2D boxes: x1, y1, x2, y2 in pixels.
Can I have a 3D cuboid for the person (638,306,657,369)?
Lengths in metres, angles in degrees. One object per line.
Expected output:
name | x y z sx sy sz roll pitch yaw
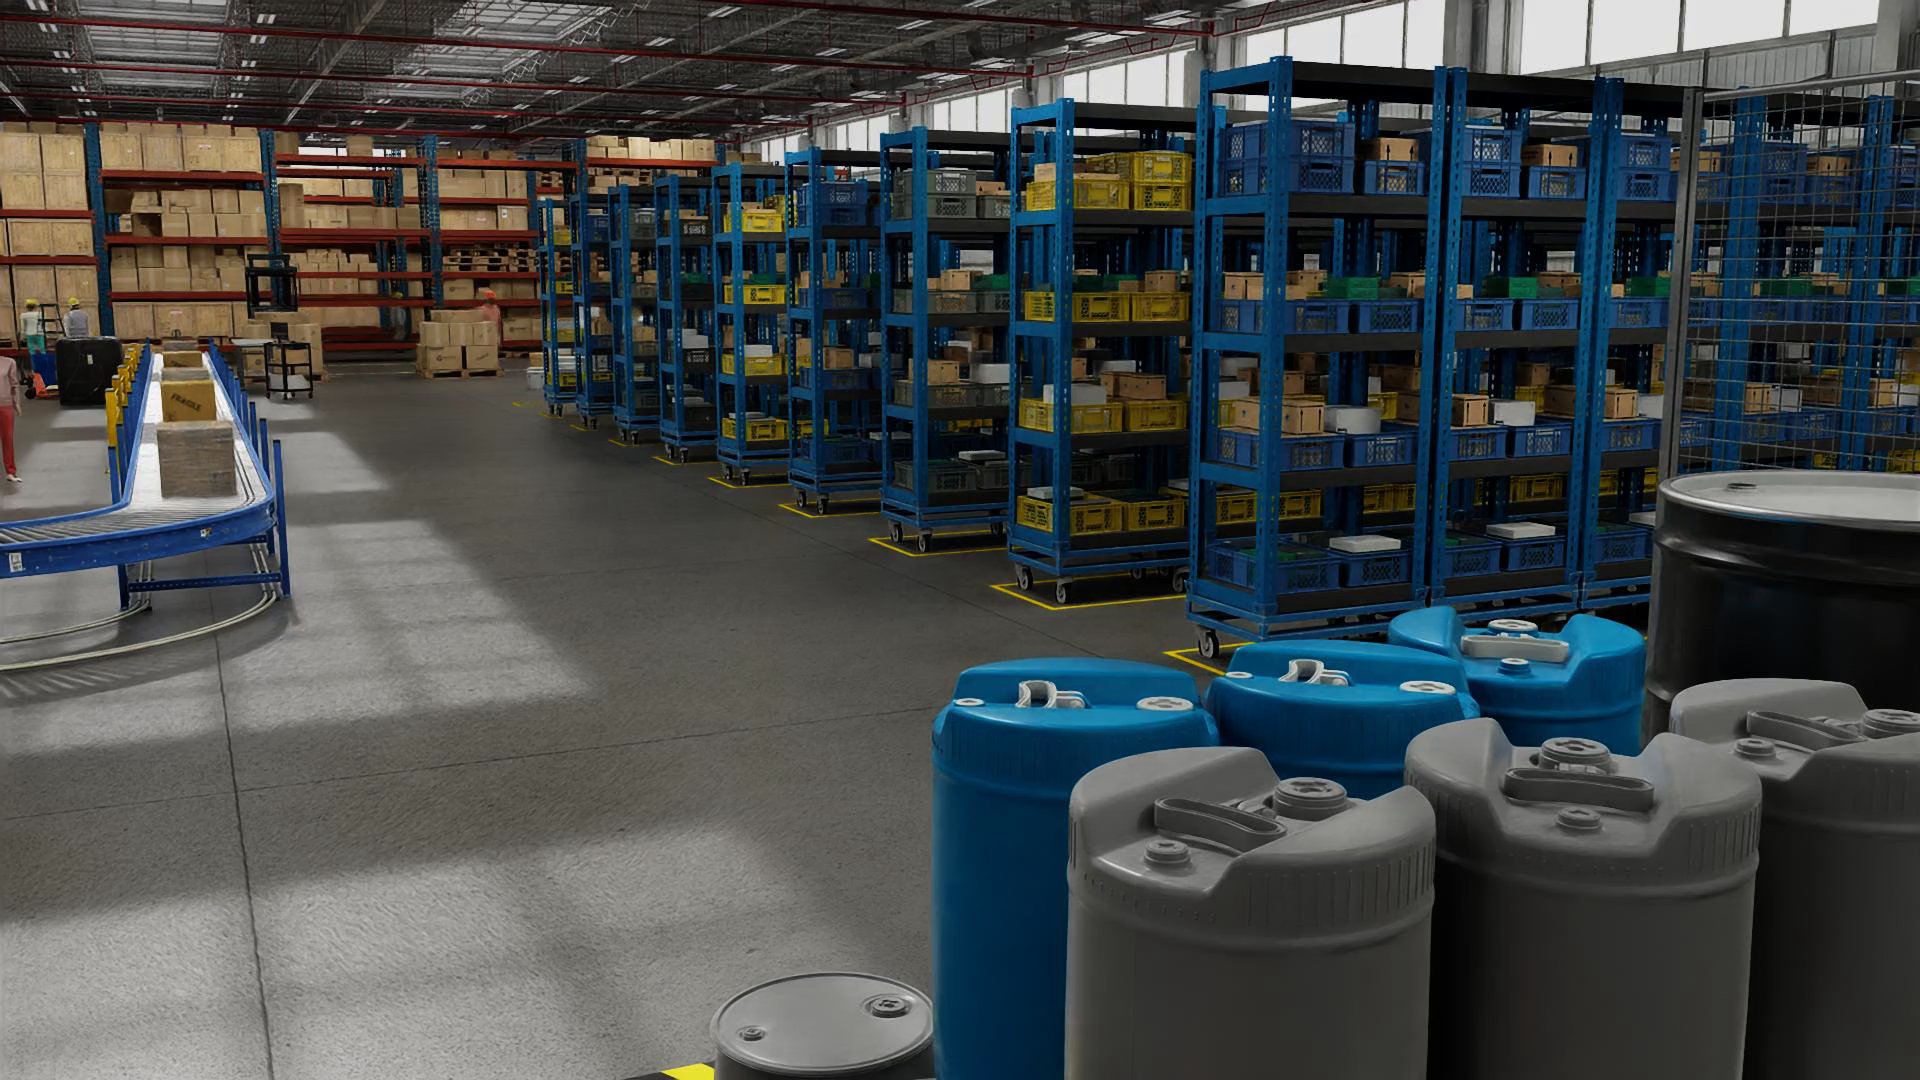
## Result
person | -5.664 -3.471 30.549 0.459 1.929 0.649 -8 12 -42

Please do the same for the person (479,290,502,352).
person | -11.381 -5.056 40.241 0.610 1.975 0.629 6 11 33

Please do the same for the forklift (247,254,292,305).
forklift | -16.039 -5.269 38.778 1.129 2.768 1.873 -4 10 -25

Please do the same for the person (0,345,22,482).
person | -10.994 -1.518 18.957 0.533 1.767 0.325 -8 12 -42

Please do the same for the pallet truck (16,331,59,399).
pallet truck | -17.082 -3.353 31.781 1.630 1.274 0.653 -4 10 -25

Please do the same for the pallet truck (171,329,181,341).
pallet truck | -17.275 -3.851 35.096 1.601 1.201 0.680 0 9 1

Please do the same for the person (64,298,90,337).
person | -20.248 -4.638 38.151 0.404 1.822 0.589 5 10 28

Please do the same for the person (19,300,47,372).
person | -22.346 -4.923 40.194 0.639 1.739 0.333 -7 11 -37

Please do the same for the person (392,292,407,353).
person | -16.590 -6.434 49.270 0.490 1.820 0.616 -5 10 -29

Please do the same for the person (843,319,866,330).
person | -2.016 -3.804 33.039 0.612 1.790 0.883 -6 11 -32
